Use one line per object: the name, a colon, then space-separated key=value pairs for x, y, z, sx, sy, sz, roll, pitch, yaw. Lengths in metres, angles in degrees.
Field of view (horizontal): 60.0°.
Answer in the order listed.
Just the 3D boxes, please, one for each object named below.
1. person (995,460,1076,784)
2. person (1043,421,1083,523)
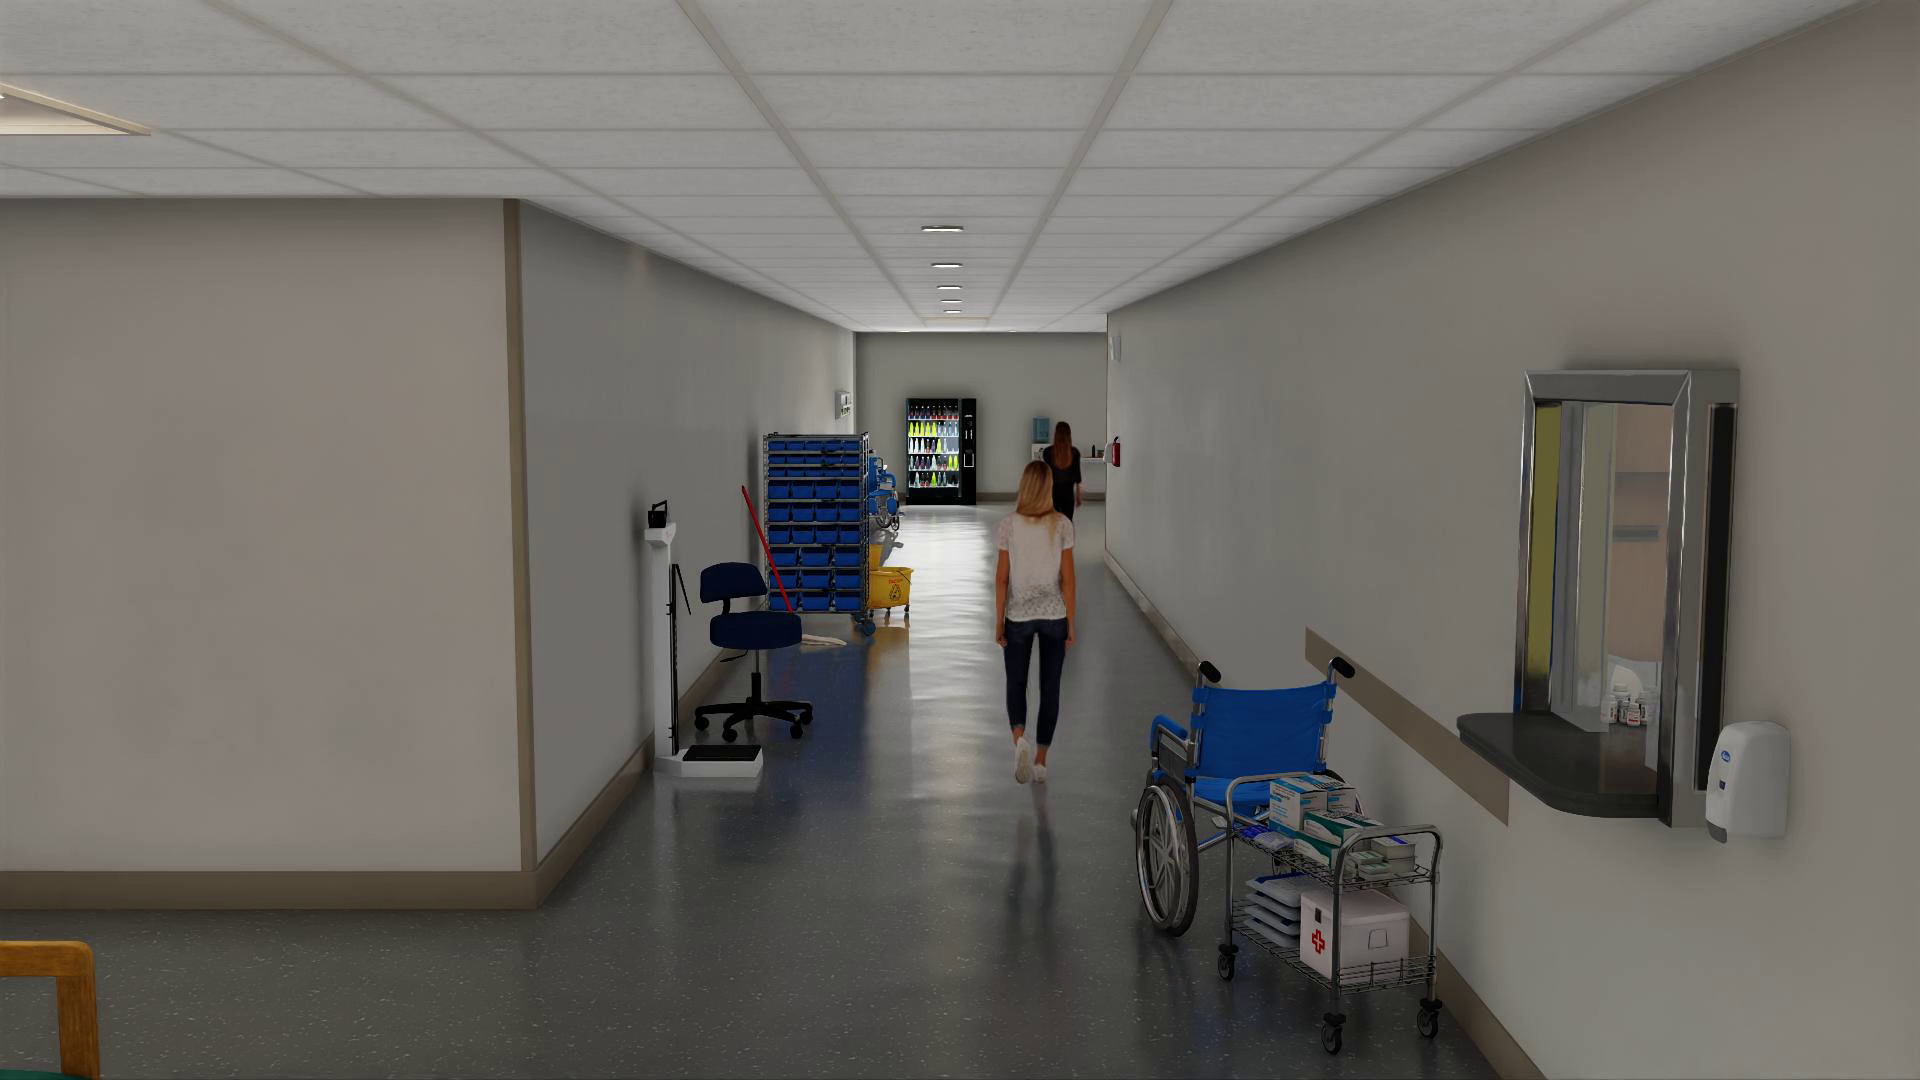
person: x=0.415 y=0.477 z=9.030 sx=0.859 sy=1.794 sz=0.655 roll=0 pitch=6 yaw=2
person: x=1.179 y=-0.516 z=19.433 sx=0.972 sy=1.687 sz=0.737 roll=0 pitch=6 yaw=3
